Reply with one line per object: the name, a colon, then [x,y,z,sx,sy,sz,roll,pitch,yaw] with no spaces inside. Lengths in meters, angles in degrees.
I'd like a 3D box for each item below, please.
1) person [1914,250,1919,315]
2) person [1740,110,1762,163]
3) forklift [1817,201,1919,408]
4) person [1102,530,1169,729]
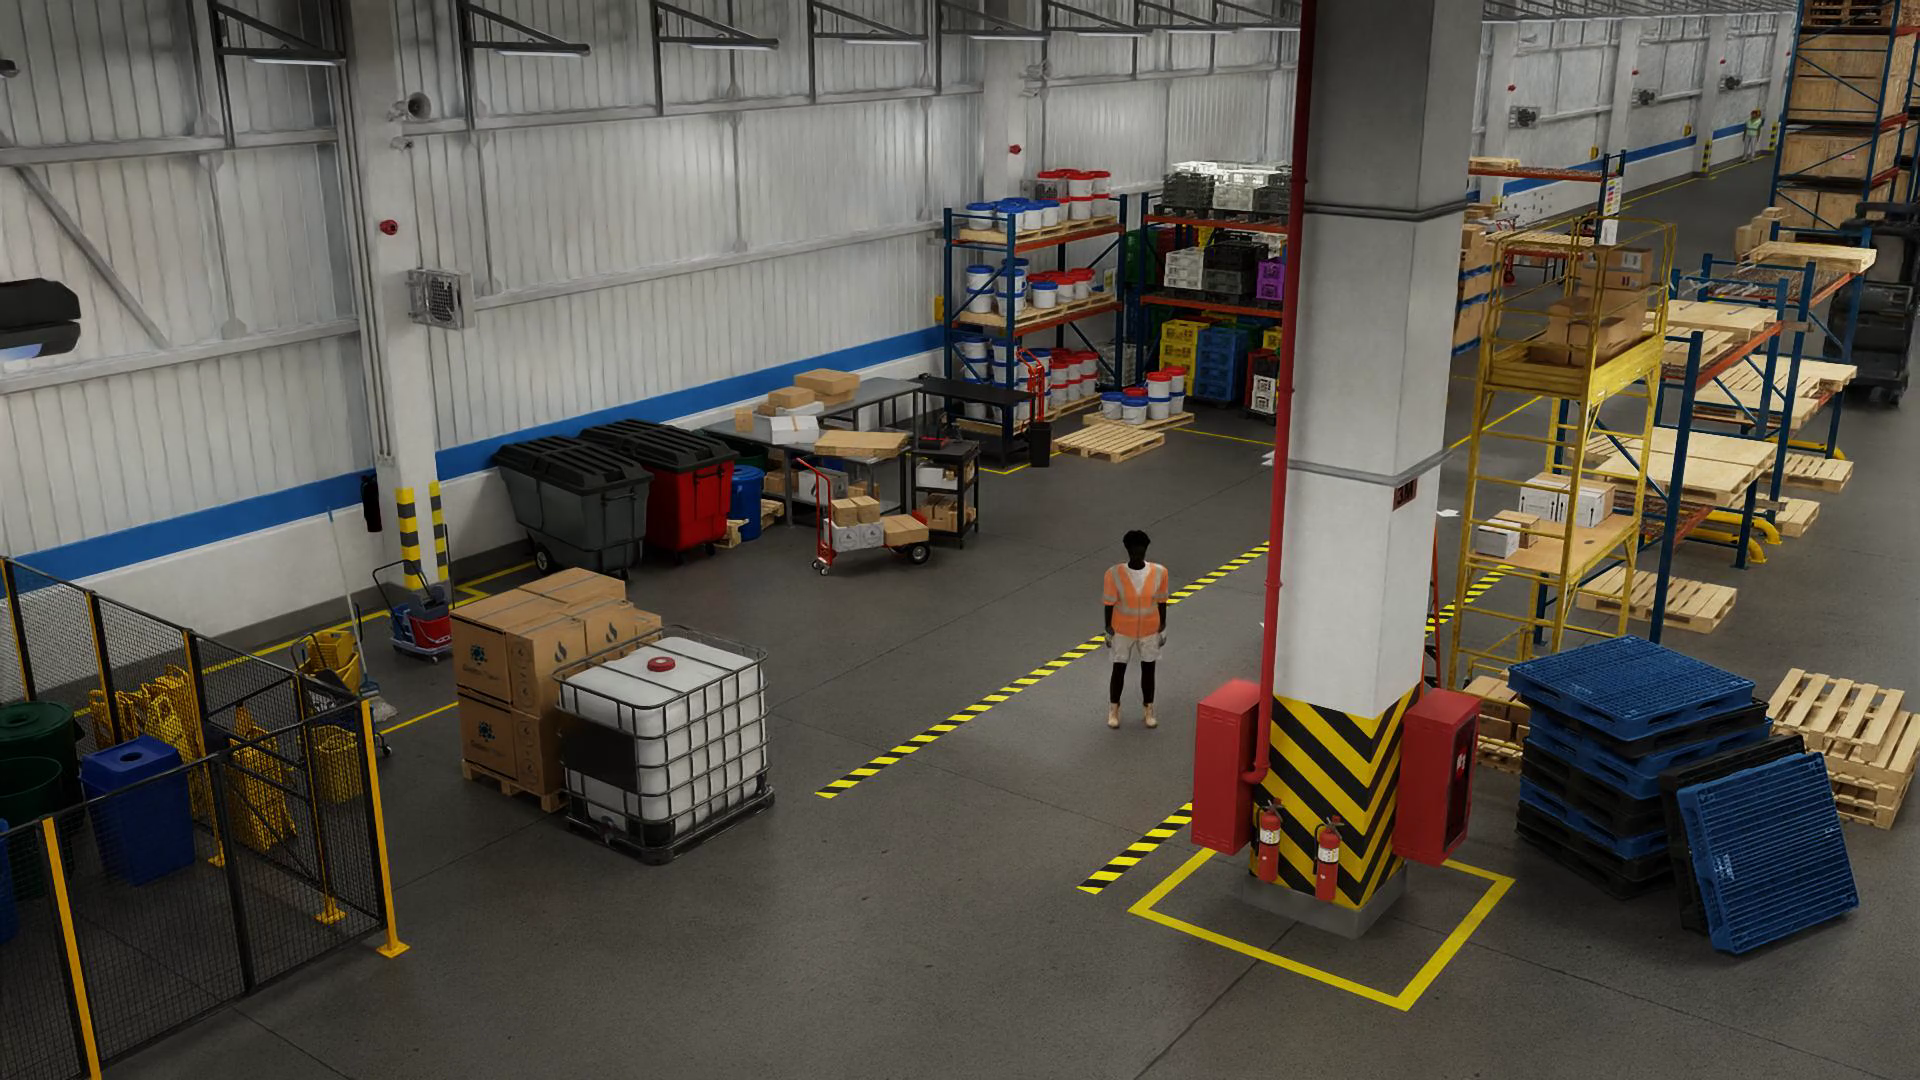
person: [17.935,-5.129,30.813,0.552,1.935,0.374,5,19,15]
person: [28.195,-14.362,59.229,0.565,1.840,0.390,17,25,42]
forklift: [13.483,-3.539,24.450,1.129,2.768,1.873,12,21,32]
person: [1.397,0.720,13.312,0.534,1.687,0.319,-1,18,-4]
